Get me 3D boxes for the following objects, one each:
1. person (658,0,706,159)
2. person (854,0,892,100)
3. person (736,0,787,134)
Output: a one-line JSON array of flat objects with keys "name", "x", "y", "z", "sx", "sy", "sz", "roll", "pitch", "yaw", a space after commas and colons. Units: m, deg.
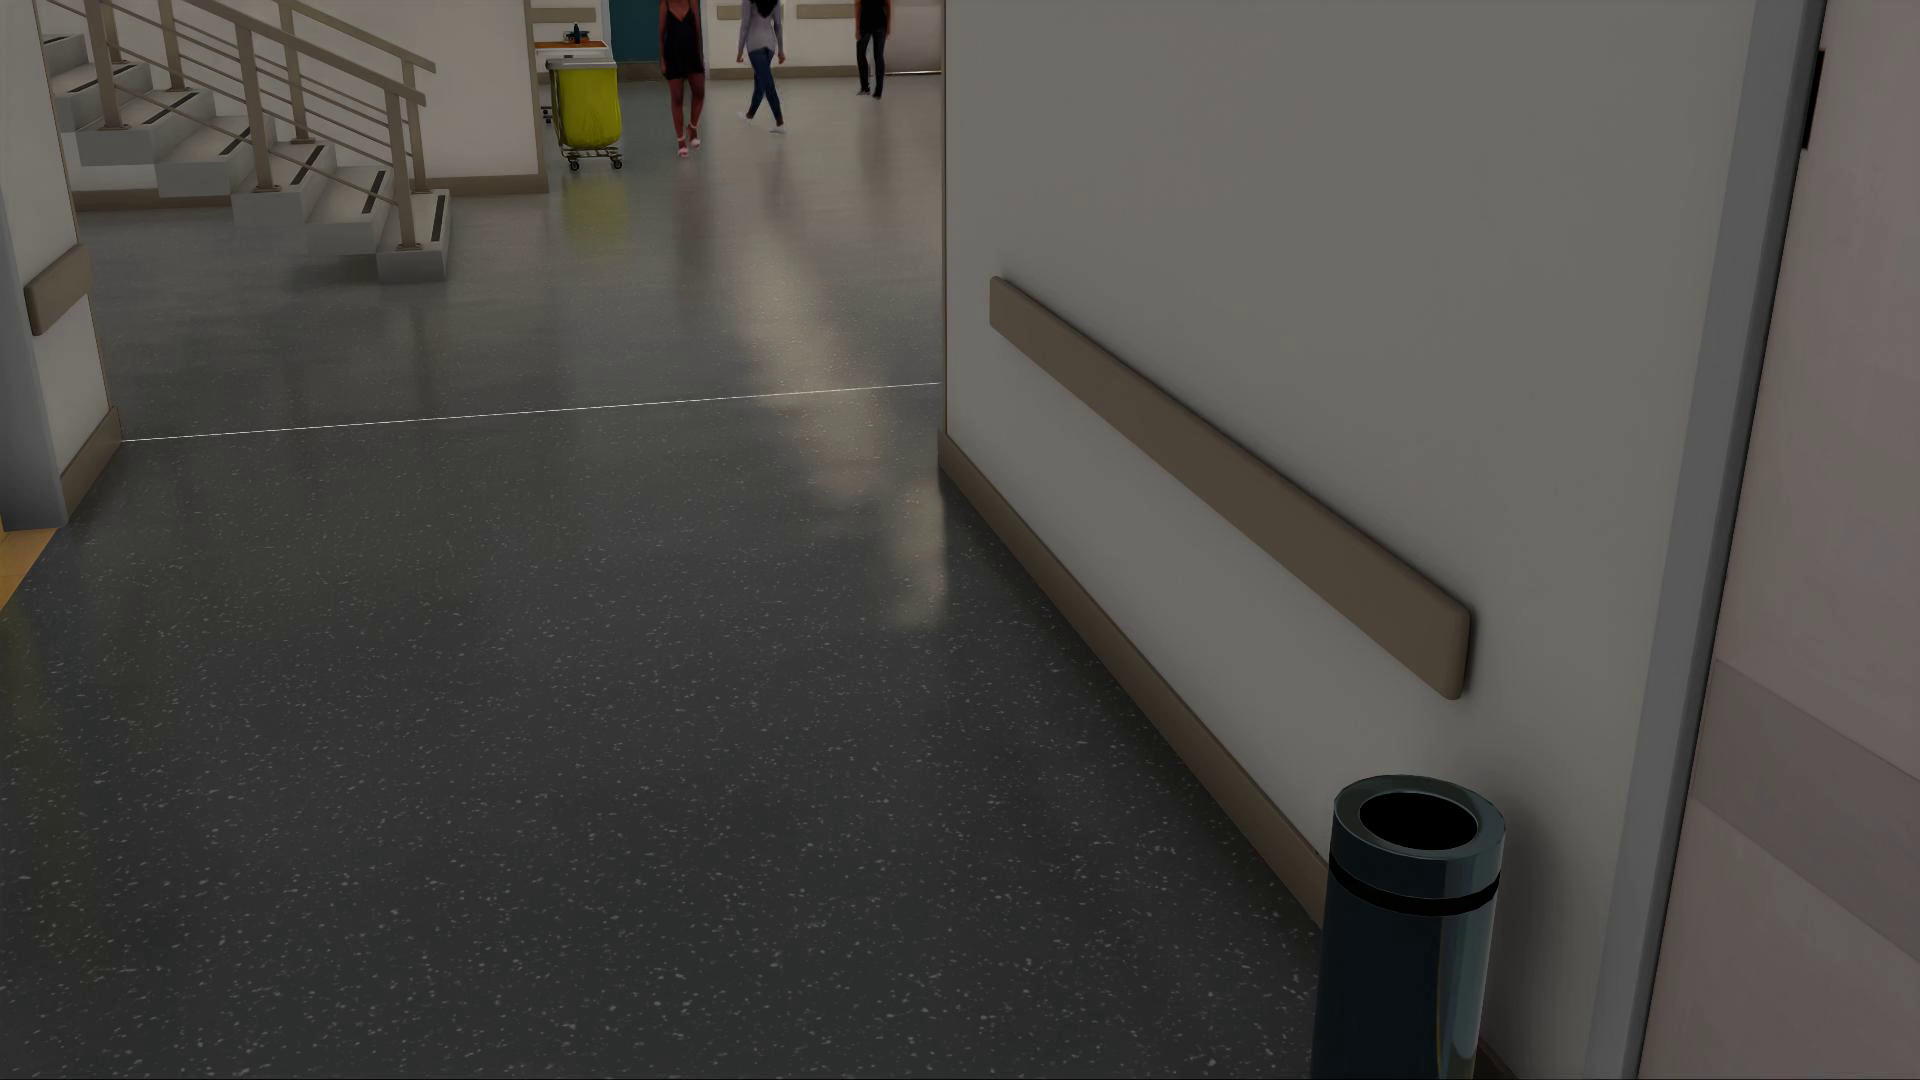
[{"name": "person", "x": -2.639, "y": -4.530, "z": 15.739, "sx": 0.557, "sy": 1.777, "sz": 0.646, "roll": -7, "pitch": 22, "yaw": -17}, {"name": "person", "x": -1.059, "y": -6.363, "z": 20.508, "sx": 0.711, "sy": 1.815, "sz": 0.737, "roll": -7, "pitch": 22, "yaw": -18}, {"name": "person", "x": -1.997, "y": -5.042, "z": 17.221, "sx": 1.167, "sy": 1.684, "sz": 1.044, "roll": -19, "pitch": 28, "yaw": -40}]
